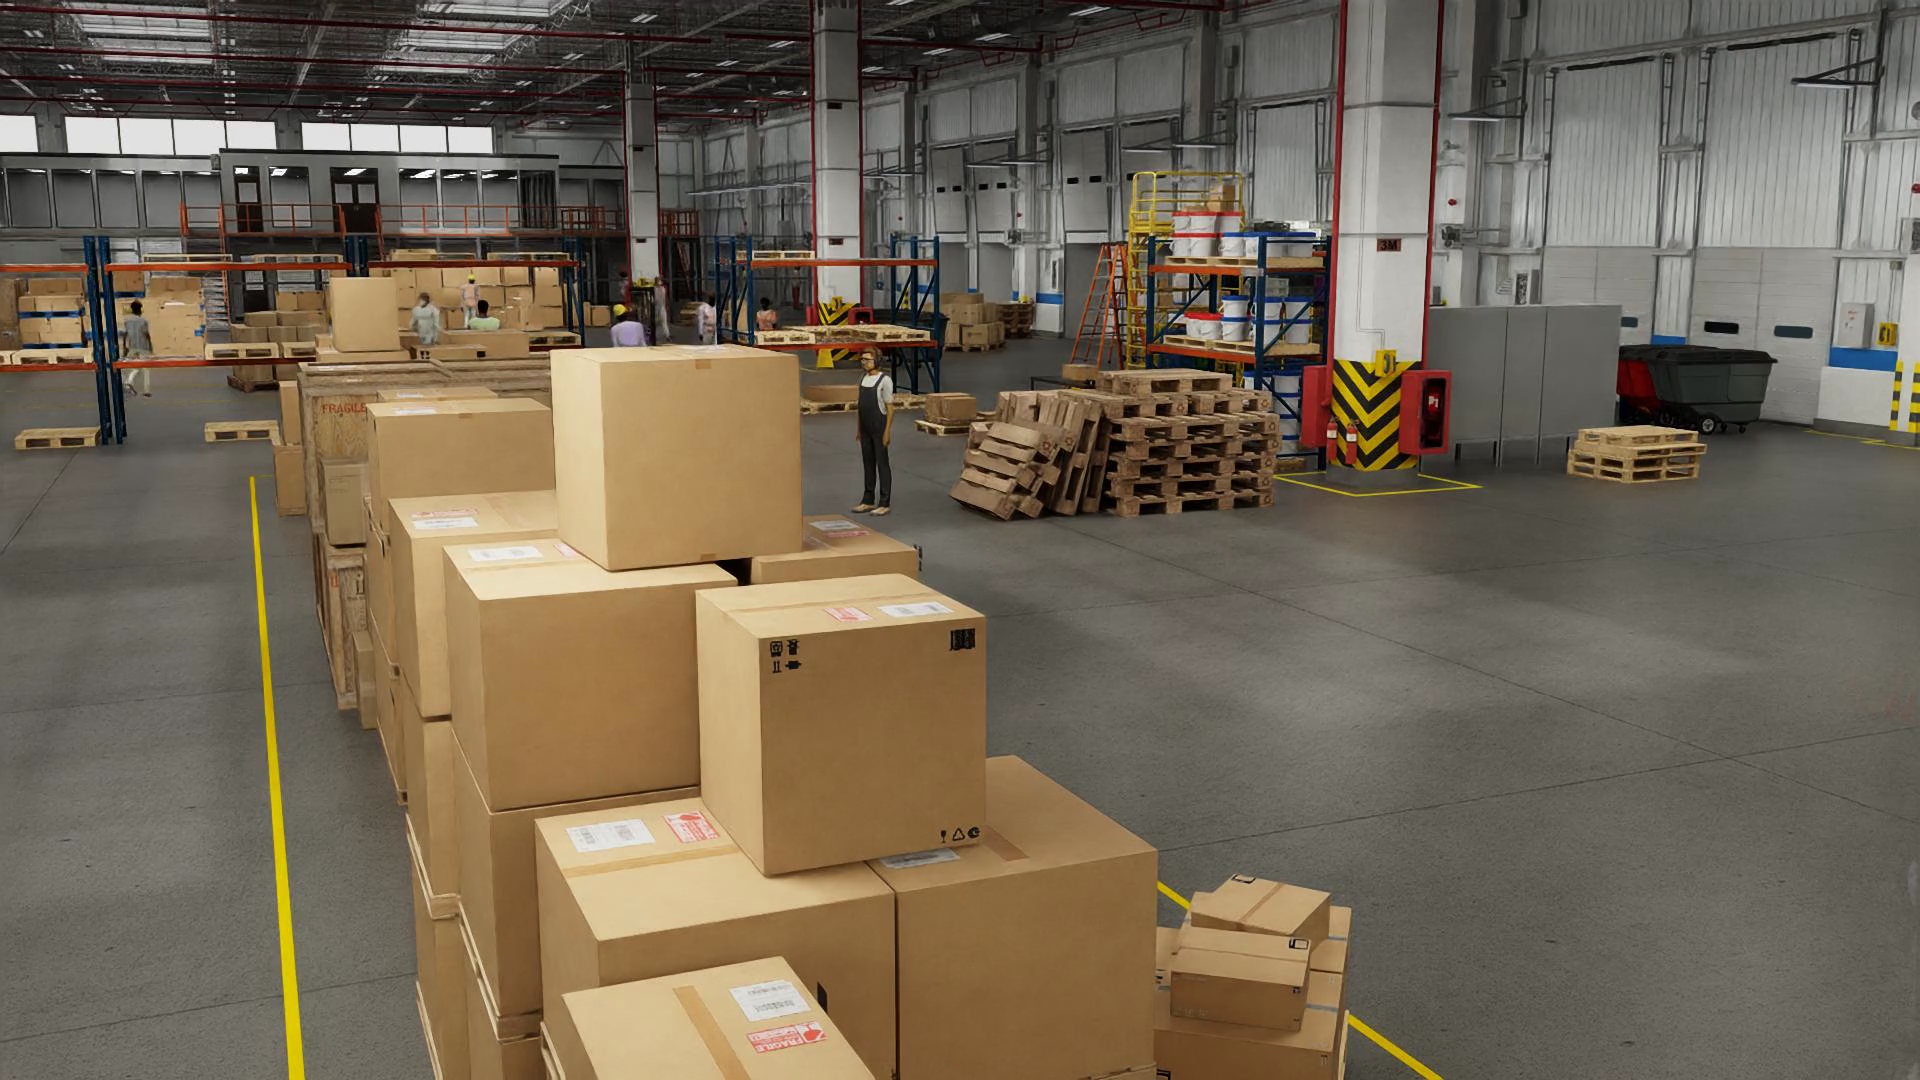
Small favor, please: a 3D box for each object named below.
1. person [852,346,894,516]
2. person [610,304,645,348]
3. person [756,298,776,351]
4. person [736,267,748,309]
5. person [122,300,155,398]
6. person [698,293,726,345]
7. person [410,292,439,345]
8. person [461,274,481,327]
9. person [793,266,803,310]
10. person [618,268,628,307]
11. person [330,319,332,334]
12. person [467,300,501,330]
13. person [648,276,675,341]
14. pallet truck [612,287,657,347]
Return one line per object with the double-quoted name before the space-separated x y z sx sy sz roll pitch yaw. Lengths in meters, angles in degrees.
"person" -0.937 -1.181 18.047 0.507 1.847 0.344 10 14 44
"person" -5.718 -3.142 28.775 0.630 1.872 0.830 -4 11 -20
"person" -4.449 -4.705 37.989 0.550 1.646 0.856 4 11 20
"person" -9.314 -10.825 71.212 0.624 1.845 0.430 -5 11 -25
"person" -15.483 -3.581 31.290 0.580 1.843 0.540 0 10 0
"person" -5.531 -4.609 37.087 0.648 1.800 0.972 -4 11 -21
"person" -11.134 -4.256 34.892 0.723 1.891 0.765 3 11 17
"person" -15.072 -7.243 51.306 0.616 1.890 0.441 -2 10 -9
"person" -6.815 -10.614 69.649 0.388 1.987 0.608 -4 11 -21
"person" -12.402 -9.150 61.771 0.730 1.921 0.554 -6 12 -30
"person" -11.444 -3.374 30.581 0.916 1.688 0.489 -6 12 -29
"person" -8.398 -3.284 29.442 0.597 1.916 0.375 -6 12 -31
"person" -8.768 -6.741 48.578 1.035 1.879 0.647 10 14 44
"pallet truck" -6.464 -4.406 35.401 0.823 1.965 1.885 6 12 32
